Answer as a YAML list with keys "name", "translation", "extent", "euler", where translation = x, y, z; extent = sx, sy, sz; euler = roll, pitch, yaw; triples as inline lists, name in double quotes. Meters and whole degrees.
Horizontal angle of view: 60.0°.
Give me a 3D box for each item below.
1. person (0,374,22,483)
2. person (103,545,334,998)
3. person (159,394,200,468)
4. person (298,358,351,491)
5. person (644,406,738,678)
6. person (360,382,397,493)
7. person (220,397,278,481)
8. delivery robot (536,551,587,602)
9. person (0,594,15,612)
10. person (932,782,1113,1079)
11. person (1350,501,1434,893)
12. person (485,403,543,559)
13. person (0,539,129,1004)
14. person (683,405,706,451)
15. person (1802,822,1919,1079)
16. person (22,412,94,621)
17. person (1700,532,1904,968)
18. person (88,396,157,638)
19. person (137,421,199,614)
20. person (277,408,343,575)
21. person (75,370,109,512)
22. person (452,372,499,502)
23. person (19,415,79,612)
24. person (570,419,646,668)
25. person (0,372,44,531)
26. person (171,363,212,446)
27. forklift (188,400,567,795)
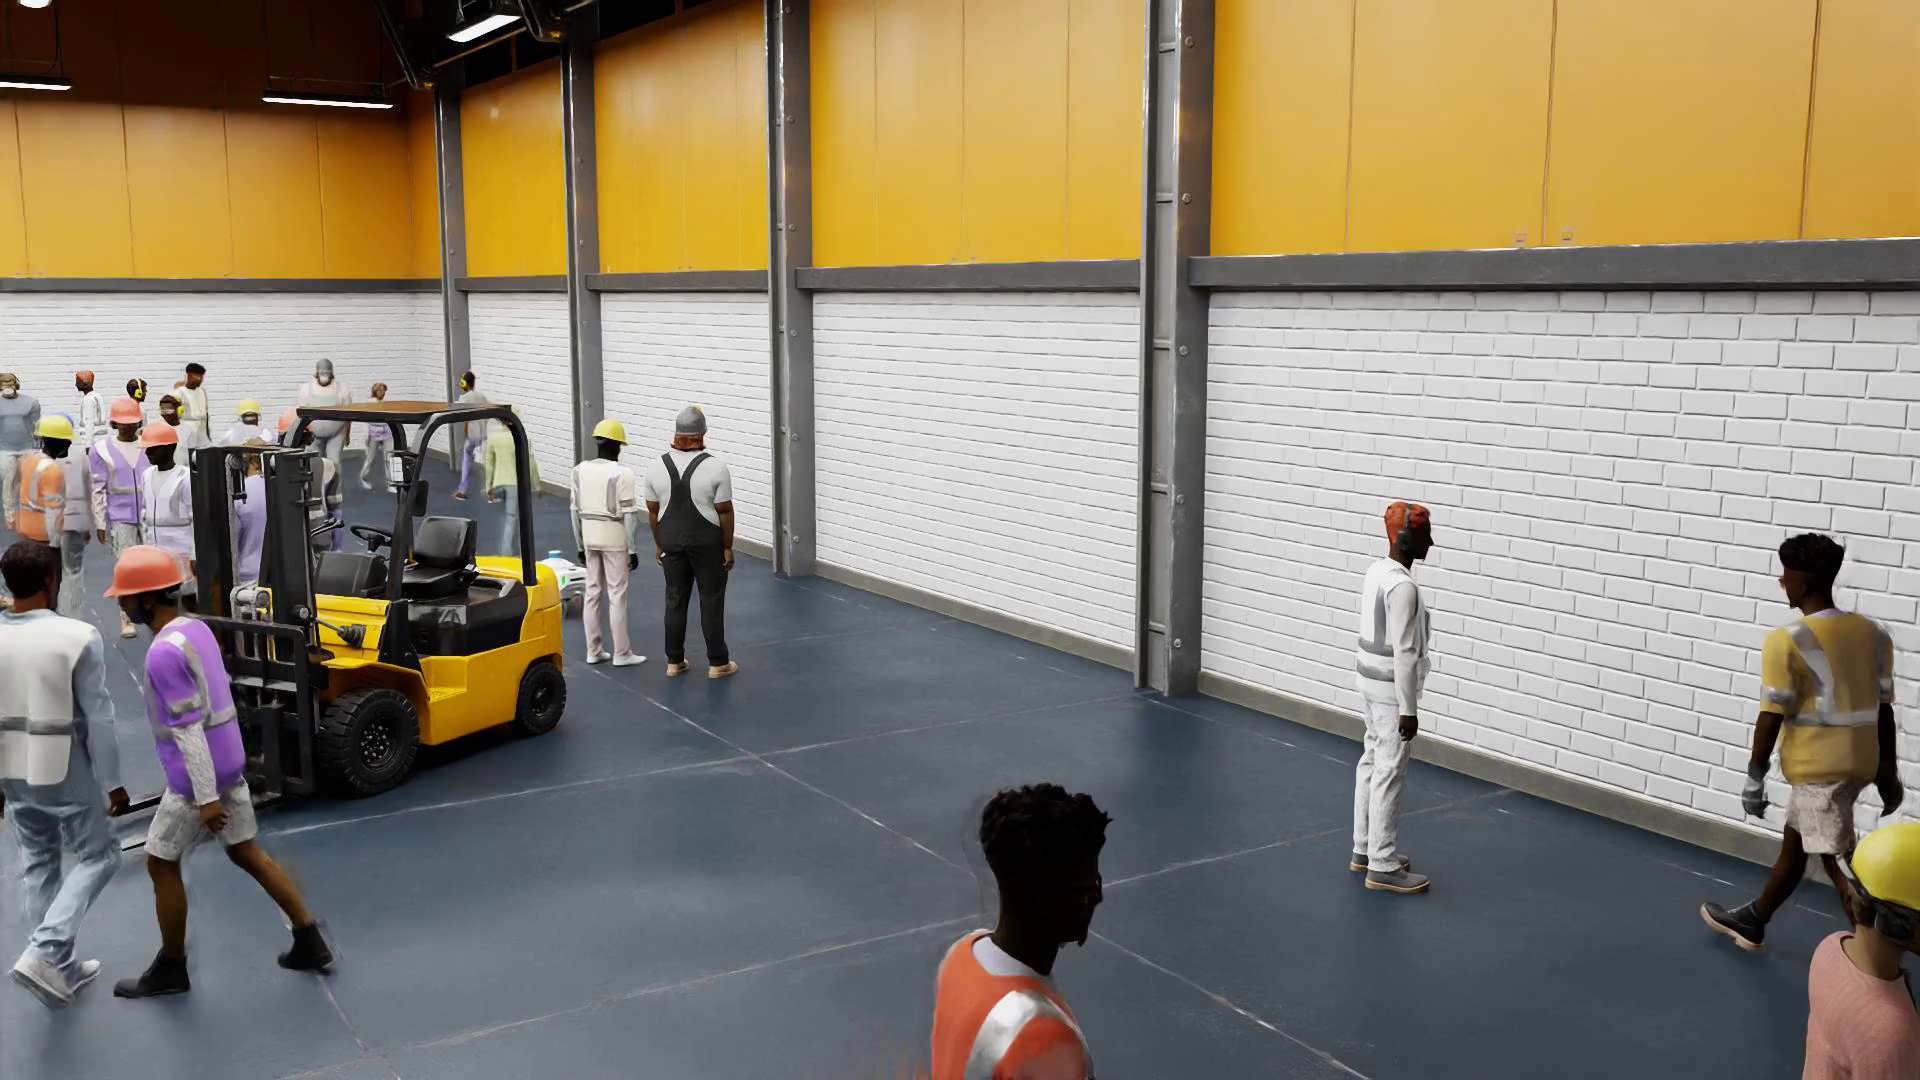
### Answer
- name: "person"
  translation: [-14.346, -1.674, 25.072]
  extent: [0.536, 1.679, 0.704]
  euler: [-6, 10, -35]
- name: "person"
  translation: [-3.043, 0.941, 6.857]
  extent: [0.846, 1.887, 0.564]
  euler: [-1, 8, -6]
- name: "person"
  translation: [-7.985, -0.559, 16.991]
  extent: [0.511, 1.862, 0.324]
  euler: [1, 8, 6]
- name: "person"
  translation: [-8.724, -1.525, 22.882]
  extent: [0.689, 2.000, 0.693]
  euler: [-2, 9, -12]
- name: "person"
  translation: [-1.982, 0.013, 12.513]
  extent: [0.686, 2.000, 0.538]
  euler: [2, 9, 14]
- name: "person"
  translation: [-8.448, -1.487, 24.087]
  extent: [0.768, 1.608, 0.533]
  euler: [7, 11, 41]
- name: "person"
  translation: [-7.370, -0.573, 17.293]
  extent: [0.604, 1.814, 0.762]
  euler: [-1, 9, -9]
- name: "delivery robot"
  translation: [-3.642, 0.341, 14.975]
  extent: [0.707, 0.478, 0.477]
  euler: [7, 11, 41]
- name: "person"
  translation: [-8.878, -0.140, 14.844]
  extent: [0.841, 1.655, 0.540]
  euler: [-7, 11, -40]
- name: "person"
  translation: [0.032, 1.433, 3.297]
  extent: [0.712, 1.944, 0.607]
  euler: [-2, 9, -13]
- name: "person"
  translation: [2.103, 0.749, 8.083]
  extent: [0.337, 1.882, 0.583]
  euler: [0, 8, 0]
- name: "person"
  translation: [-4.647, -0.563, 17.391]
  extent: [0.554, 1.734, 0.729]
  euler: [4, 9, 23]
- name: "person"
  translation: [-3.672, 0.946, 6.664]
  extent: [0.621, 1.905, 0.549]
  euler: [1, 8, 6]
- name: "person"
  translation: [-2.769, -0.530, 17.219]
  extent: [0.321, 1.737, 0.487]
  euler: [-5, 10, -31]
- name: "person"
  translation: [2.003, 1.468, 3.678]
  extent: [0.336, 1.757, 0.532]
  euler: [2, 9, 14]
- name: "person"
  translation: [-7.459, -0.098, 13.792]
  extent: [0.479, 1.901, 0.715]
  euler: [3, 9, 22]
- name: "person"
  translation: [3.557, 0.921, 6.875]
  extent: [0.617, 1.897, 1.075]
  euler: [-4, 9, -23]
- name: "person"
  translation: [-6.910, -0.190, 13.929]
  extent: [0.613, 2.033, 0.411]
  euler: [-6, 11, -37]
- name: "person"
  translation: [-5.897, 0.079, 12.416]
  extent: [0.549, 1.936, 0.377]
  euler: [3, 9, 22]
- name: "person"
  translation: [-4.897, 0.043, 12.361]
  extent: [0.607, 2.035, 0.414]
  euler: [-7, 11, -38]
- name: "person"
  translation: [-11.397, -1.292, 21.879]
  extent: [0.344, 1.876, 0.578]
  euler: [-3, 9, -18]
- name: "person"
  translation: [-6.686, -1.418, 22.989]
  extent: [0.989, 1.800, 0.545]
  euler: [6, 10, 35]
- name: "person"
  translation: [-7.438, -0.068, 13.546]
  extent: [0.554, 1.895, 0.617]
  euler: [-8, 11, -42]
- name: "person"
  translation: [-2.721, 0.026, 12.857]
  extent: [0.589, 1.913, 0.399]
  euler: [4, 9, 26]
- name: "person"
  translation: [-11.500, -1.074, 20.239]
  extent: [0.635, 1.929, 0.382]
  euler: [-5, 10, -31]
- name: "person"
  translation: [-10.480, -1.452, 22.741]
  extent: [0.434, 1.936, 0.683]
  euler: [3, 9, 21]
- name: "forklift"
  translation: [-3.529, 0.258, 10.348]
  extent: [1.214, 2.155, 2.313]
  euler: [4, 9, 25]
